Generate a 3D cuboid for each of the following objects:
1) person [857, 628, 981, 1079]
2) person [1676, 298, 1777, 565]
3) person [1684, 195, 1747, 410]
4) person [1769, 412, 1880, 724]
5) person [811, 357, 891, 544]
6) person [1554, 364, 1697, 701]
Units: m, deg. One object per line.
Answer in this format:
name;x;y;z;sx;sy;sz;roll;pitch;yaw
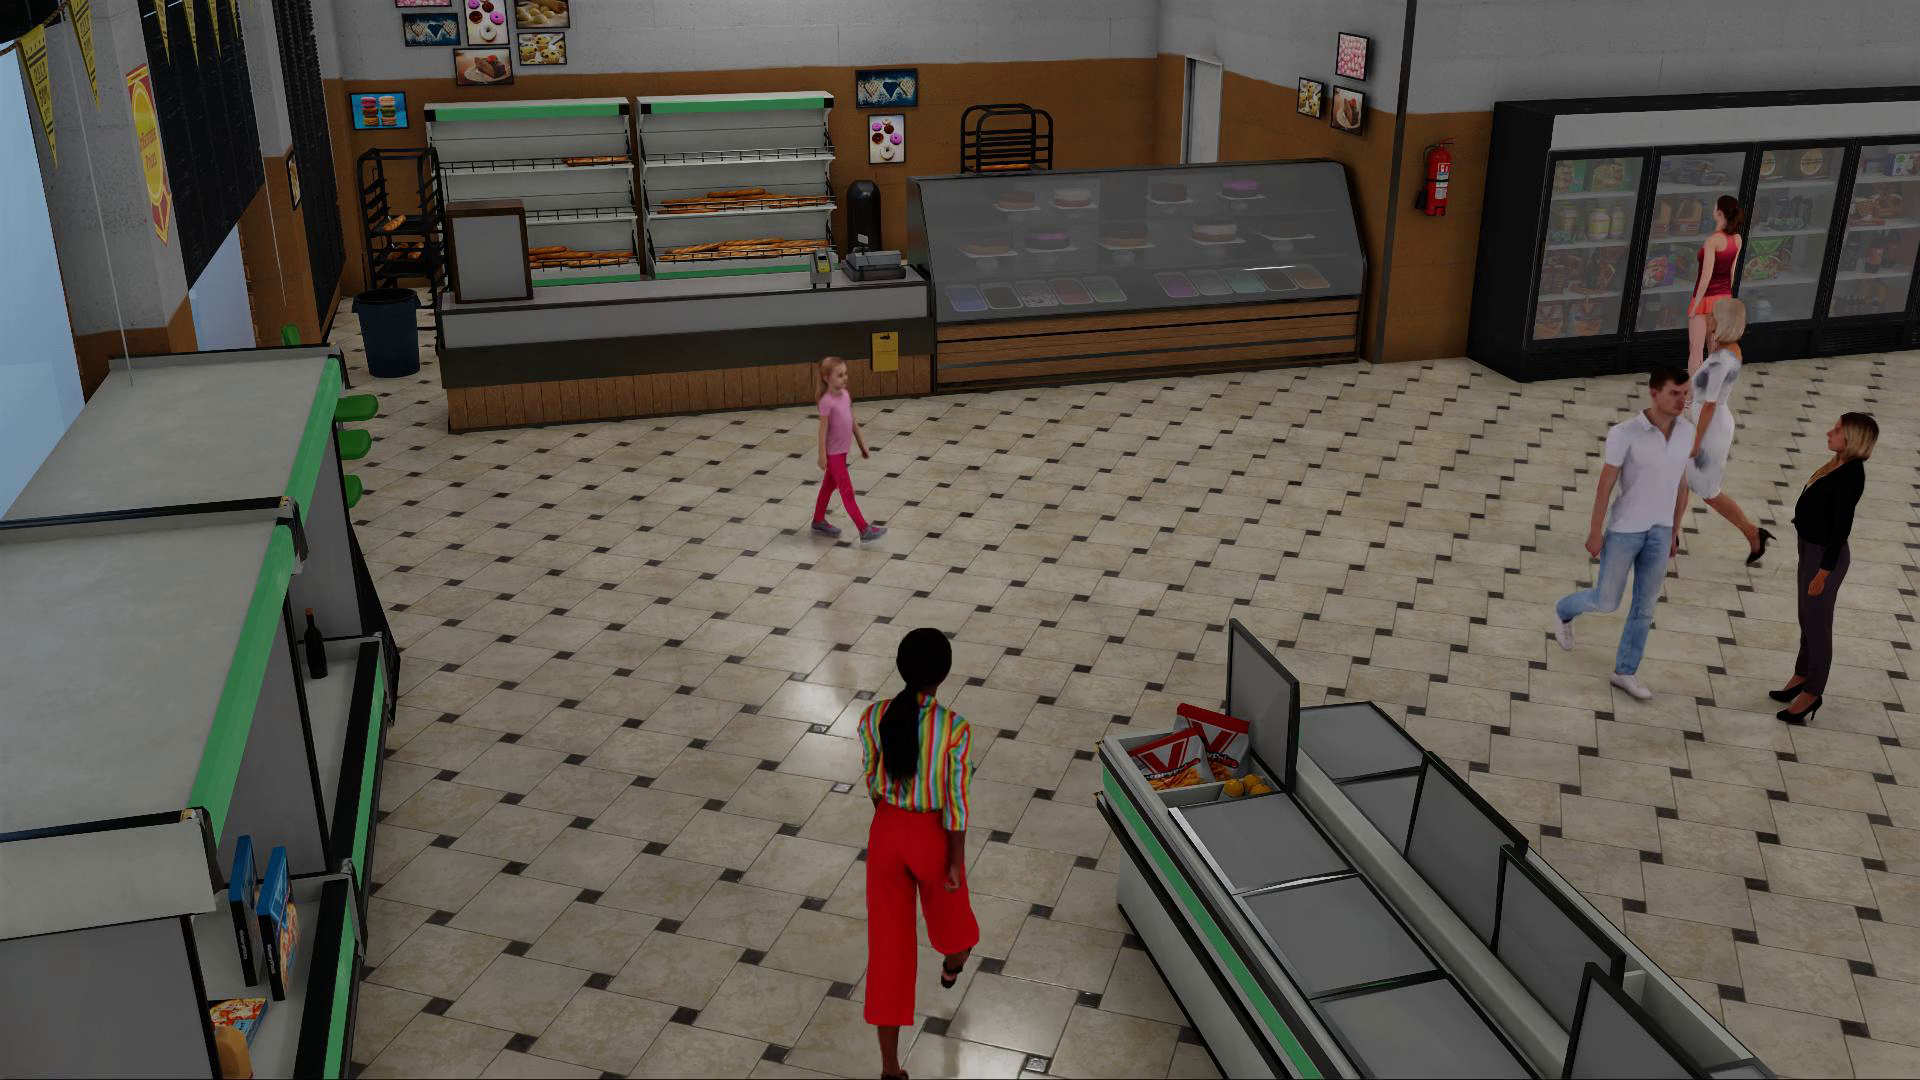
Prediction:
person;-0.193;1.204;5.848;0.957;1.731;1.250;5;22;12
person;4.789;-0.633;10.429;1.028;1.725;1.017;10;24;23
person;6.187;-1.964;13.703;0.610;1.754;0.616;-11;24;-25
person;4.459;0.141;8.574;0.738;1.672;0.641;7;23;18
person;-0.871;-0.598;10.985;0.848;1.245;0.848;8;23;20
person;3.568;-0.073;8.896;0.650;1.829;0.928;-6;23;-14
